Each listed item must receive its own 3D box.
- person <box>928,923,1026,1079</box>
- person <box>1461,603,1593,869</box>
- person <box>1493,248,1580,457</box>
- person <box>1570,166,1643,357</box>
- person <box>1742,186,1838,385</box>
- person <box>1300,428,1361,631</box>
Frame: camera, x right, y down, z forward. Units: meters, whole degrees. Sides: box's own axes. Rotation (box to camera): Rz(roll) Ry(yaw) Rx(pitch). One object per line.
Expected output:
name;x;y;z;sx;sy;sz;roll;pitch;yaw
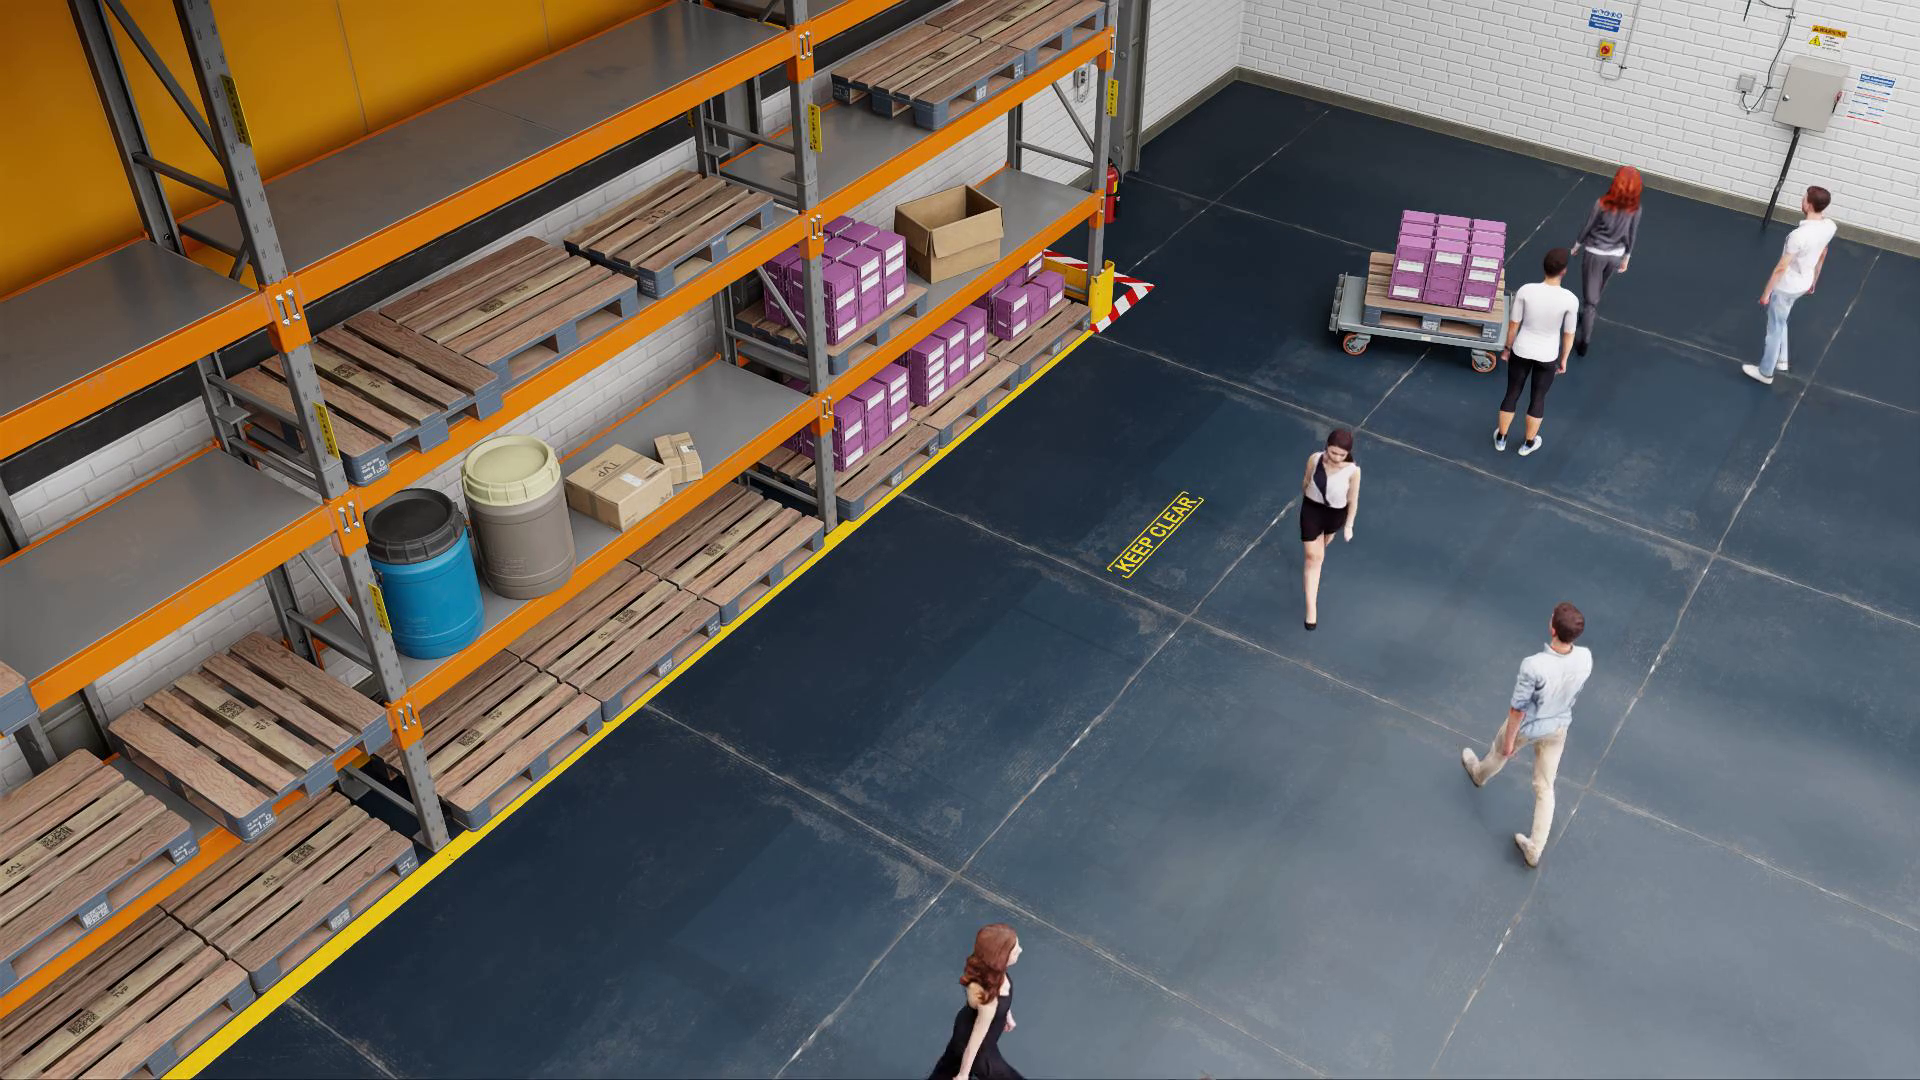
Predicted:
person;-0.013;2.576;8.518;1.104;1.680;1.184;1;39;2
person;3.557;1.218;10.125;1.195;1.795;1.250;-7;39;-8
person;4.673;-1.523;13.514;0.706;1.850;0.597;17;42;20
person;5.712;-2.431;14.730;0.898;1.751;1.030;0;39;0
person;7.219;-2.137;14.289;0.718;1.842;0.844;-21;43;-24
person;2.647;-0.216;12.091;0.848;1.583;1.222;12;40;14
